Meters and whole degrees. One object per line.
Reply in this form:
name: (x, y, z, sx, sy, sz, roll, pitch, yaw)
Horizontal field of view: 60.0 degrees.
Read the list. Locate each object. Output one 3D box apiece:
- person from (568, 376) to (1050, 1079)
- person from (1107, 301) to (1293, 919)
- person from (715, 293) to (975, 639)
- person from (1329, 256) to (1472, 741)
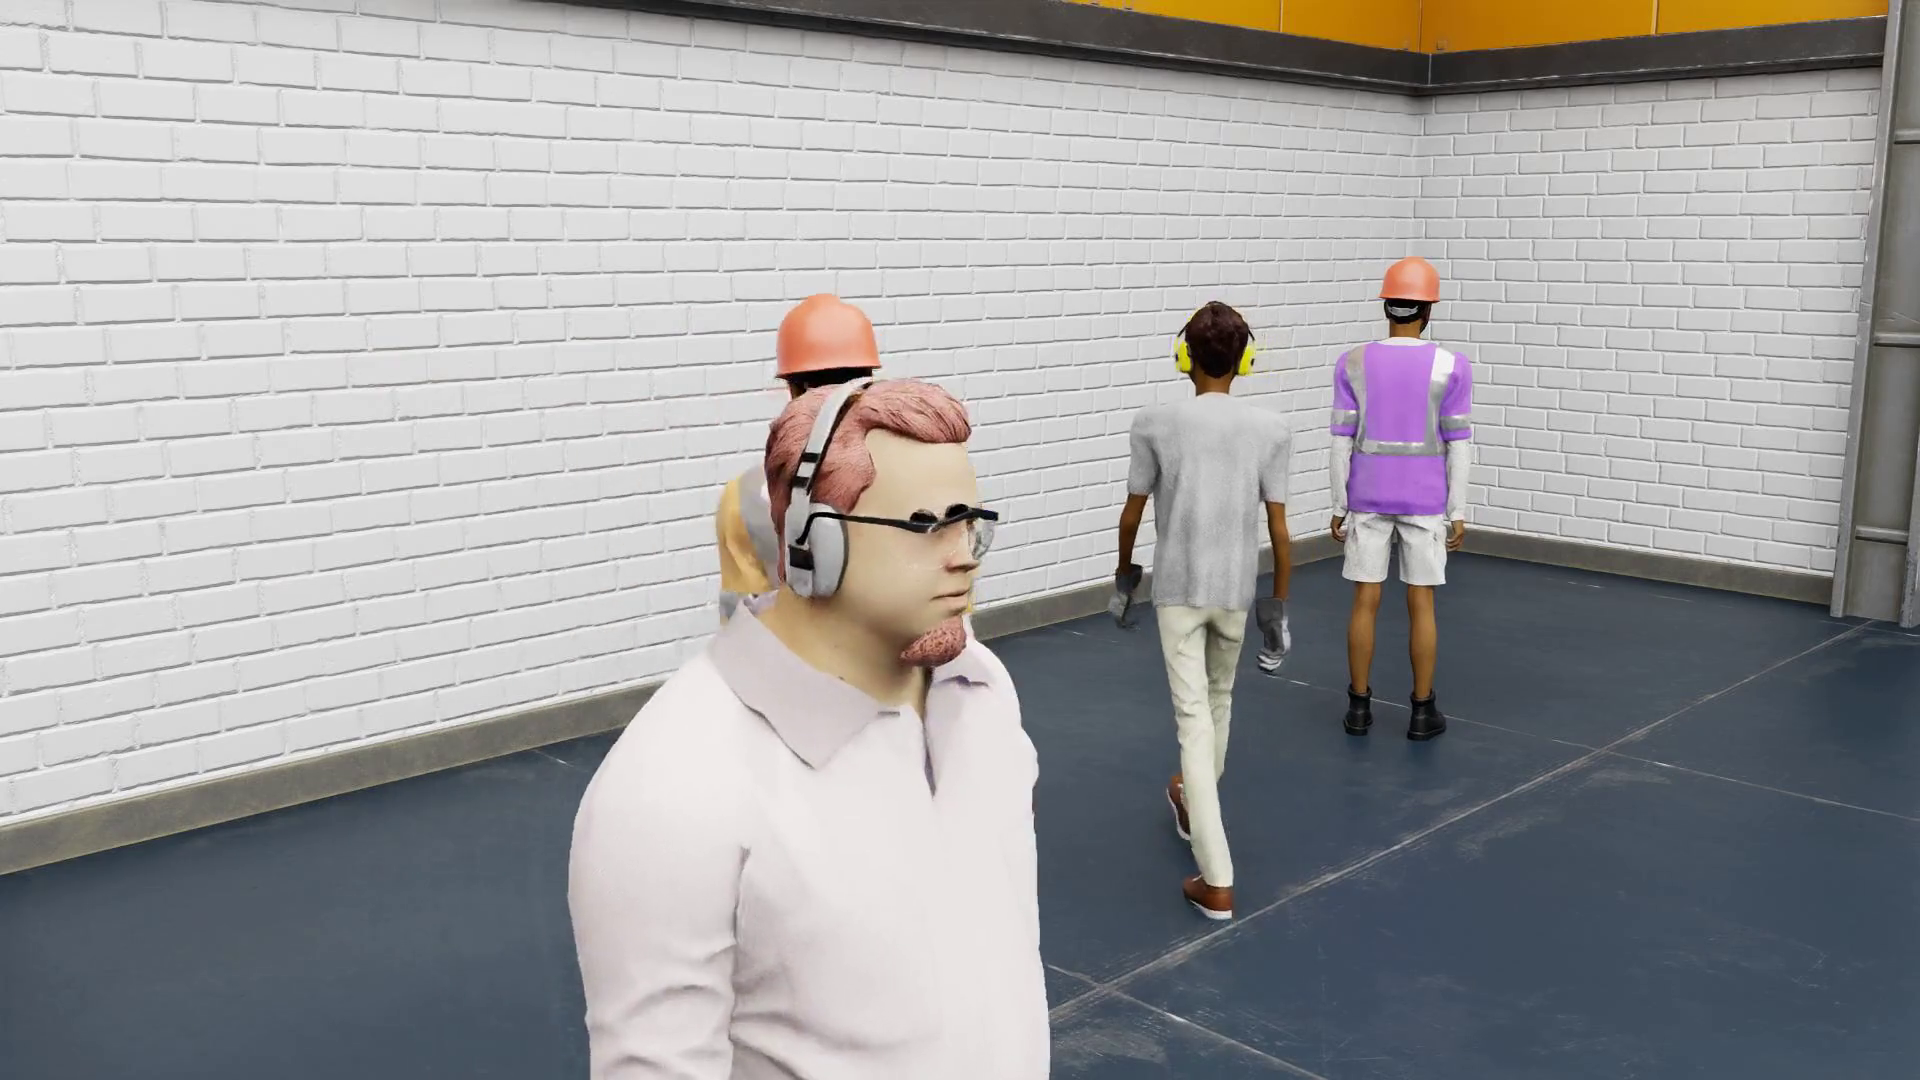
person: (-0.172, 0.749, 1.897, 0.709, 1.883, 0.651, 7, 13, 34)
person: (0.739, 0.177, 5.198, 0.499, 1.820, 0.947, -2, 11, -9)
person: (-0.240, 0.436, 3.546, 0.556, 1.907, 0.829, 0, 10, 2)
person: (1.765, -0.161, 6.703, 0.549, 1.936, 0.377, 4, 11, 22)
